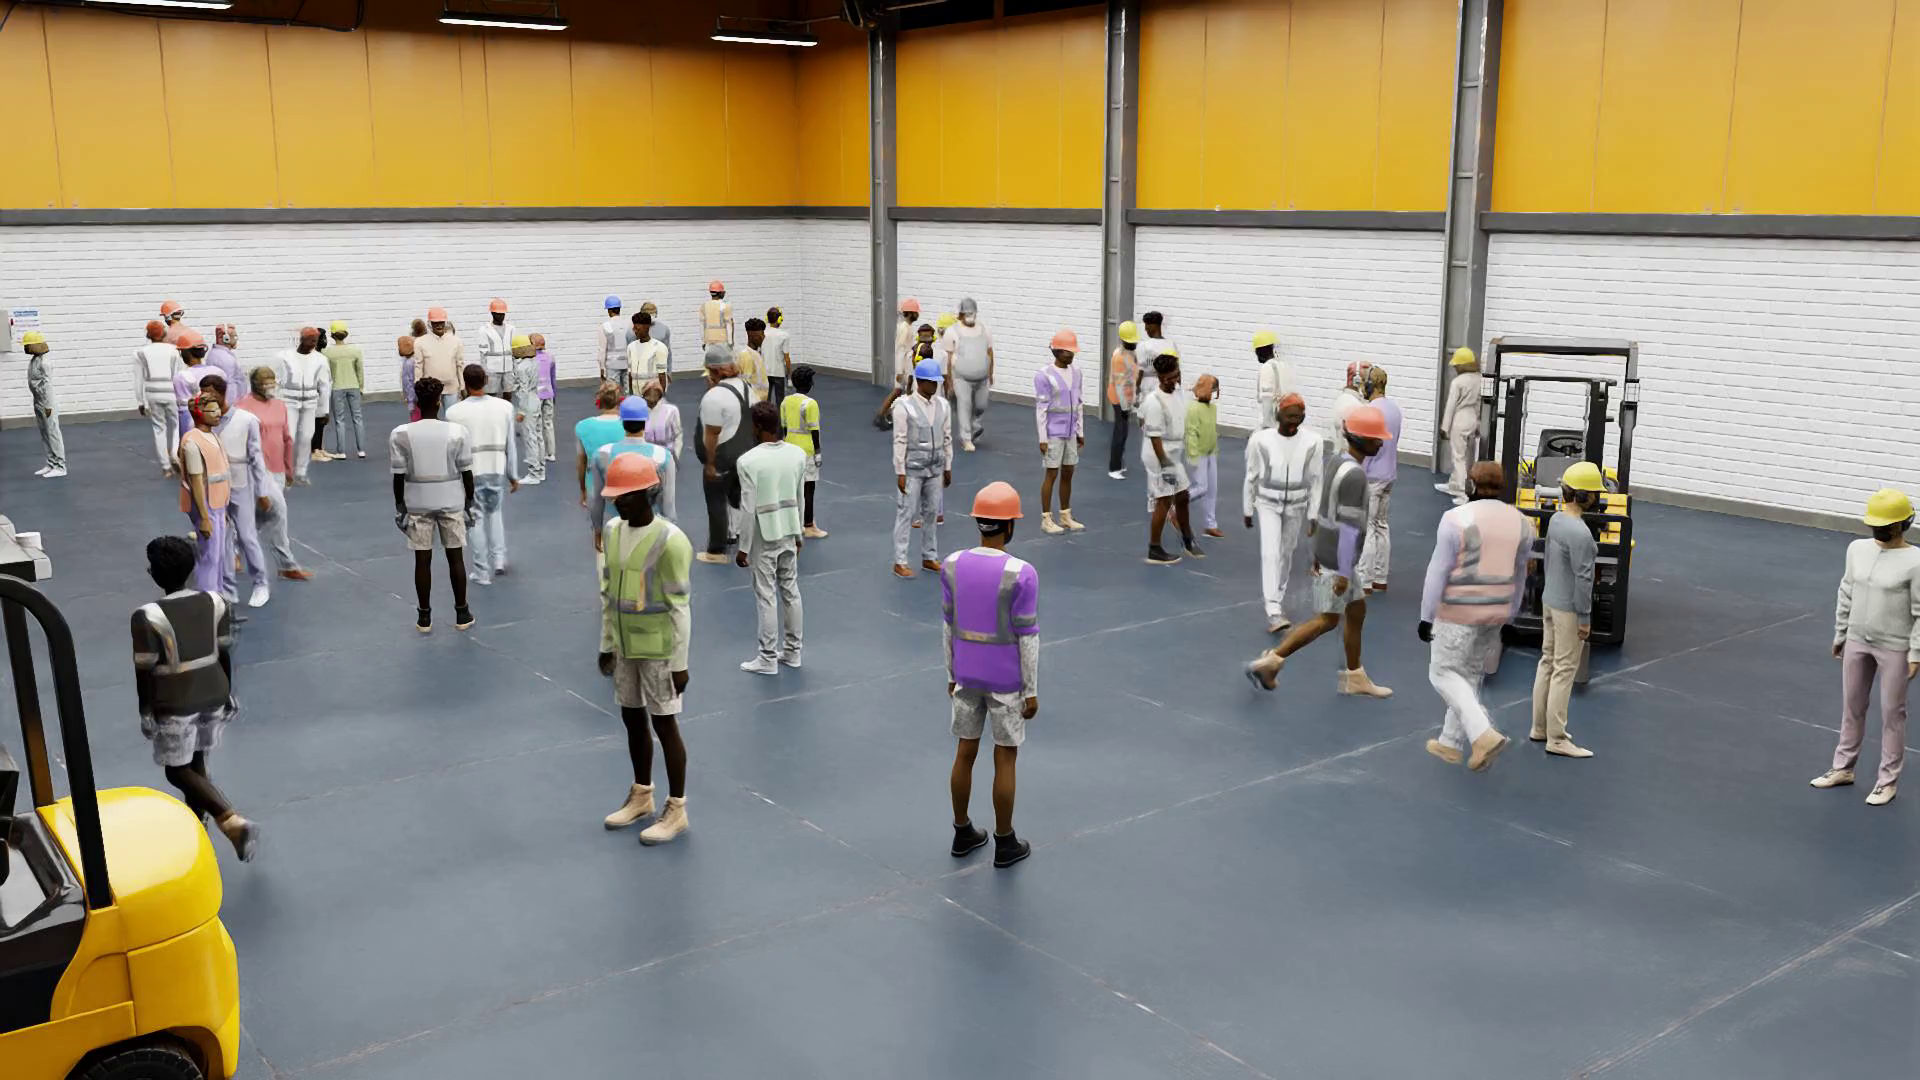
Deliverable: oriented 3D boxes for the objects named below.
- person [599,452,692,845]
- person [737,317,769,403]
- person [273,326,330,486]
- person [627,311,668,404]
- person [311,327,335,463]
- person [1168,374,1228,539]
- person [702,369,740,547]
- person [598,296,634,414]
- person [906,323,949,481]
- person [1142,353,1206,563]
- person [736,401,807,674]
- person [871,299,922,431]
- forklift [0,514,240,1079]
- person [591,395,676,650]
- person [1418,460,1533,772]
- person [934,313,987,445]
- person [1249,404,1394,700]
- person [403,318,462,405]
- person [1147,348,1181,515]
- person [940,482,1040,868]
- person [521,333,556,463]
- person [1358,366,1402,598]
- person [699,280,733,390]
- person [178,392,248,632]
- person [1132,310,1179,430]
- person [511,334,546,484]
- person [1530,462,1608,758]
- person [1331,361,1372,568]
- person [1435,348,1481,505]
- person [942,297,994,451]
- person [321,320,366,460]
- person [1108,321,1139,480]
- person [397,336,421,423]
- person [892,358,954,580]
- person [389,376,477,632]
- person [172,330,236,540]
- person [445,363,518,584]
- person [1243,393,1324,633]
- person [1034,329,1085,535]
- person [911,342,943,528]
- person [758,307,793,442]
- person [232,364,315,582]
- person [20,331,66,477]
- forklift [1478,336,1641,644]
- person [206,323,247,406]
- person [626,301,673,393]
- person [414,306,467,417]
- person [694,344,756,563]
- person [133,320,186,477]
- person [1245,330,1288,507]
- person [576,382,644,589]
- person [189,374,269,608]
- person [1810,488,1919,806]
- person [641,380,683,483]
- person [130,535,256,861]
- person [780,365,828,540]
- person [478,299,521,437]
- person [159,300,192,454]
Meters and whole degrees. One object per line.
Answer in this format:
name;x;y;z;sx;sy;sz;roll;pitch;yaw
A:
person;-1.640;0.552;8.584;0.611;2.036;0.390;10;15;40
person;-2.341;-1.530;18.828;0.373;1.956;0.605;0;12;2
person;-7.582;-1.532;19.134;0.665;1.834;0.366;-8;14;-34
person;-3.754;-1.765;19.976;0.598;1.958;0.370;7;14;30
person;-8.035;-1.819;20.880;0.321;1.695;0.533;-3;12;-14
person;2.350;-0.821;16.211;0.521;1.614;0.517;9;15;38
person;-2.248;-0.842;15.846;0.403;1.820;0.603;-1;12;-3
person;-4.793;-2.446;23.305;0.604;1.939;0.414;-9;15;-38
person;-0.373;-1.590;19.356;0.505;1.864;0.331;0;12;1
person;1.912;-0.742;15.100;0.458;1.934;0.690;7;13;29
person;-1.312;-0.015;11.611;0.392;1.917;0.593;10;15;39
person;-0.797;-2.461;23.515;0.997;1.889;0.561;0;12;-2
forklift;-3.687;1.115;5.480;2.313;2.155;1.214;-9;15;-36
person;-2.338;-0.059;11.892;0.610;1.921;0.944;-1;12;-4
person;3.005;0.459;9.603;0.699;1.806;0.646;-4;12;-20
person;-0.071;-2.129;22.129;0.874;1.796;0.598;-1;12;-3
person;2.394;0.093;10.904;0.906;2.003;0.653;1;12;5
person;-6.692;-1.889;20.976;0.617;1.788;0.972;5;13;23
person;2.165;-1.133;17.426;0.293;1.745;0.486;-7;14;-32
person;0.165;0.668;8.286;0.544;1.930;0.389;7;14;32
person;-5.253;-1.770;20.784;0.319;1.631;0.524;9;15;37
person;3.431;-0.481;13.848;0.385;1.928;0.636;9;15;38
person;-4.005;-3.301;27.427;0.552;1.936;0.358;3;12;12
person;-5.763;-0.214;12.749;0.387;1.842;0.566;-3;12;-12
person;2.433;-1.824;20.290;0.659;1.938;0.593;-7;14;-31
person;-5.036;-1.520;19.318;0.309;1.735;0.484;1;12;5
person;3.652;0.407;9.939;0.317;1.766;0.533;0;12;0
person;3.438;-0.611;14.510;0.399;1.909;0.642;2;12;9
person;5.423;-1.253;18.152;0.564;1.688;0.693;-9;14;-36
person;0.100;-2.225;21.980;0.690;2.000;0.763;-5;13;-22
person;-7.806;-1.899;21.067;0.523;1.772;0.308;-9;15;-37
person;1.966;-1.664;19.692;0.387;1.878;0.758;4;12;17
person;-6.725;-1.697;20.447;0.289;1.626;0.498;-3;12;-16
person;-0.310;-0.618;14.501;0.623;1.935;0.436;-9;15;-37
person;-4.015;-0.272;12.727;0.613;1.964;0.361;-3;12;-14
person;-7.361;-1.012;16.119;0.391;2.040;0.615;4;12;19
person;-4.125;-0.563;14.284;0.624;1.901;0.479;-8;14;-35
person;2.484;-0.224;12.810;0.582;1.821;0.987;0;12;1
person;1.009;-1.061;16.391;0.611;2.032;0.411;-11;16;-42
person;-0.352;-1.046;16.706;0.310;1.868;0.532;5;13;21
person;-2.483;-2.178;22.209;0.523;1.858;0.337;4;12;19
person;-6.117;-0.591;14.481;0.973;1.897;0.631;3;12;16
person;-10.925;-1.617;19.787;0.485;1.738;0.320;11;16;43
forklift;4.683;-0.471;13.136;1.214;2.155;2.313;4;12;20
person;-8.278;-1.502;18.852;0.398;1.900;0.636;-8;14;-35
person;-4.144;-2.225;22.265;0.634;1.930;0.384;-8;14;-34
person;-6.302;-1.835;20.207;0.611;1.996;0.379;-7;14;-31
person;-2.025;-0.779;14.998;0.787;2.000;0.691;5;13;23
person;-9.464;-1.684;19.775;0.604;1.869;0.418;-4;12;-19
person;3.295;-1.289;17.794;0.471;1.897;0.632;6;13;27
person;-2.846;-0.391;13.676;0.585;1.813;0.840;0;12;-2
person;-5.928;-0.397;13.485;0.644;1.907;0.466;2;12;9
person;5.033;0.578;9.130;0.339;1.760;0.526;-6;13;-25
person;-2.912;-0.737;15.912;0.524;1.569;0.884;-1;12;-7
person;-3.773;0.809;8.240;0.690;1.678;0.531;6;13;26
person;-1.528;-0.851;16.191;0.319;1.693;0.532;-11;16;-43
person;-6.320;-2.353;22.887;0.542;1.928;0.399;-11;16;-42
person;-10.128;-2.107;21.573;0.411;1.980;0.626;2;12;10
